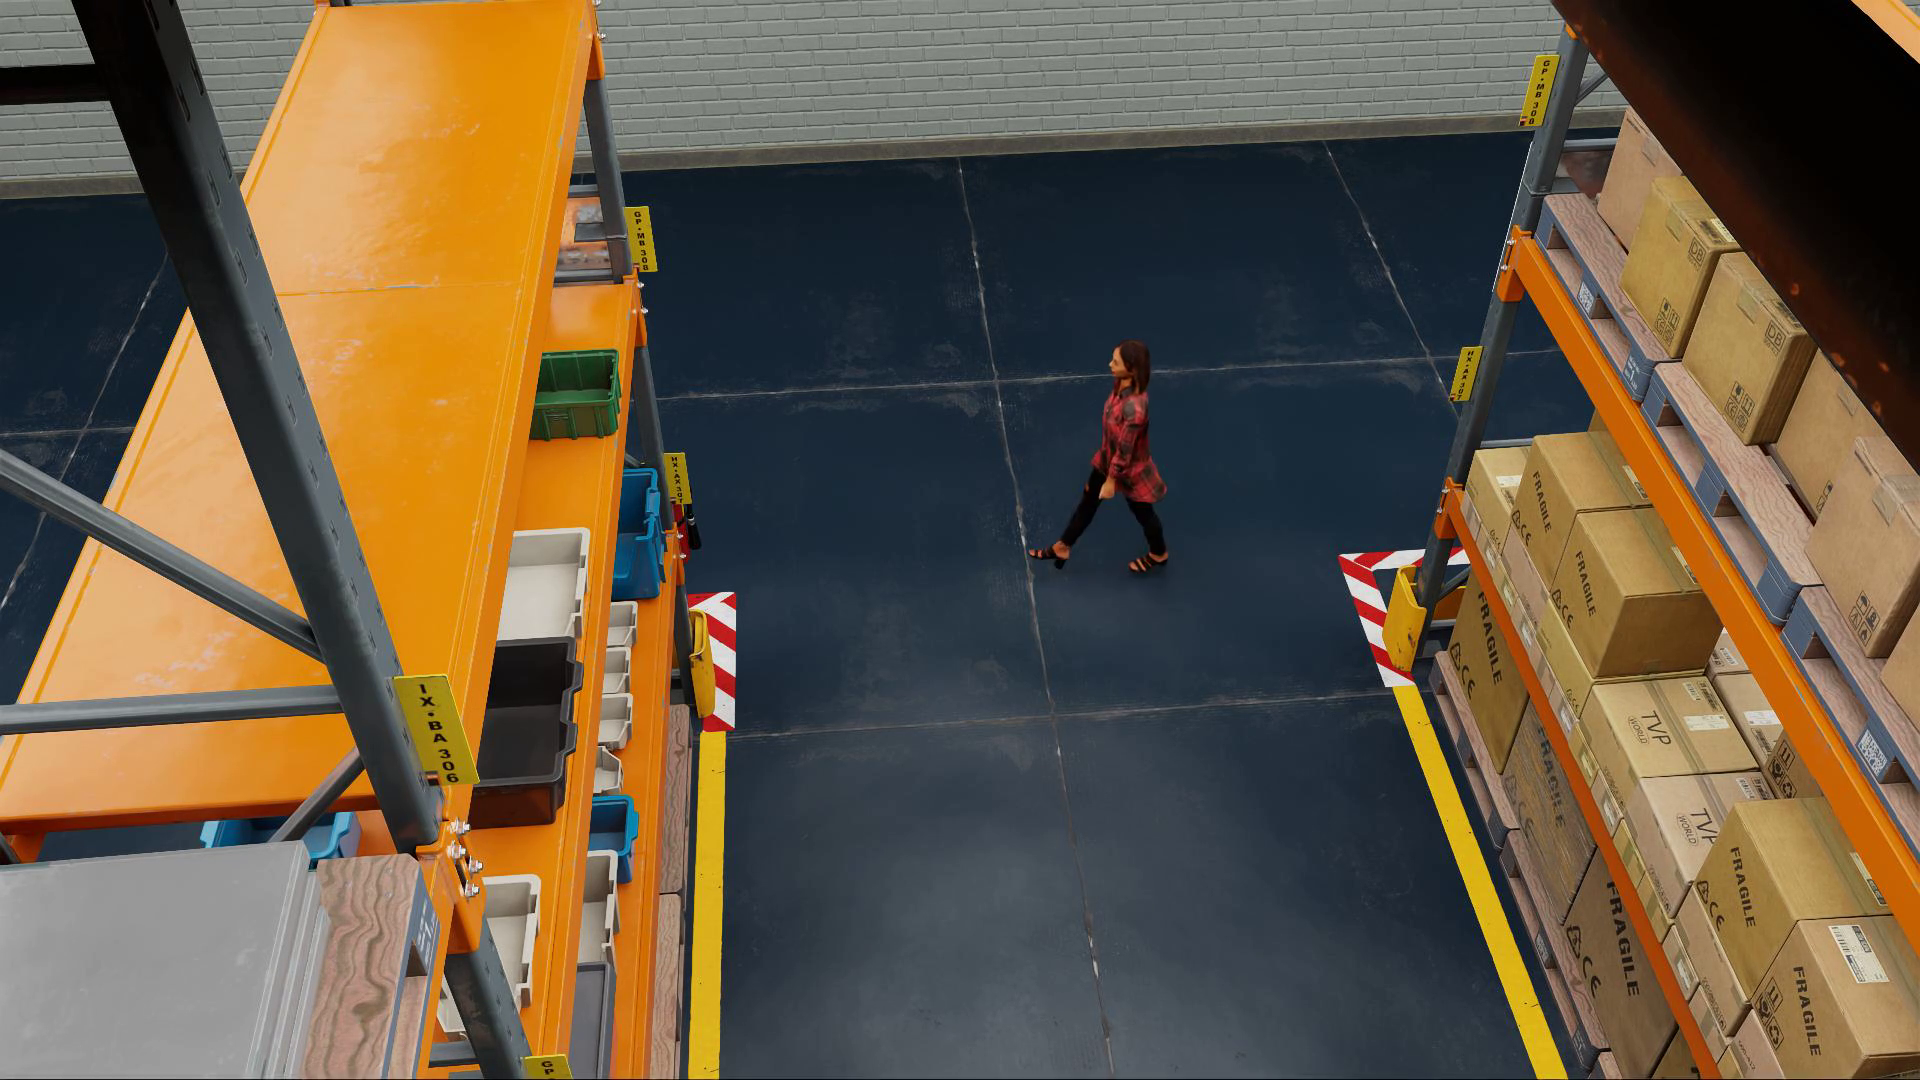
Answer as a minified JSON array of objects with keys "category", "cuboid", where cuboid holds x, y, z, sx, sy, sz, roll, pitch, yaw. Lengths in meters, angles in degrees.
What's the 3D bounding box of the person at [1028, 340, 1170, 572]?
[{"category":"person","cuboid":[1.015,-0.407,9.324,0.701,1.658,0.985,-4,43,-5]}]
